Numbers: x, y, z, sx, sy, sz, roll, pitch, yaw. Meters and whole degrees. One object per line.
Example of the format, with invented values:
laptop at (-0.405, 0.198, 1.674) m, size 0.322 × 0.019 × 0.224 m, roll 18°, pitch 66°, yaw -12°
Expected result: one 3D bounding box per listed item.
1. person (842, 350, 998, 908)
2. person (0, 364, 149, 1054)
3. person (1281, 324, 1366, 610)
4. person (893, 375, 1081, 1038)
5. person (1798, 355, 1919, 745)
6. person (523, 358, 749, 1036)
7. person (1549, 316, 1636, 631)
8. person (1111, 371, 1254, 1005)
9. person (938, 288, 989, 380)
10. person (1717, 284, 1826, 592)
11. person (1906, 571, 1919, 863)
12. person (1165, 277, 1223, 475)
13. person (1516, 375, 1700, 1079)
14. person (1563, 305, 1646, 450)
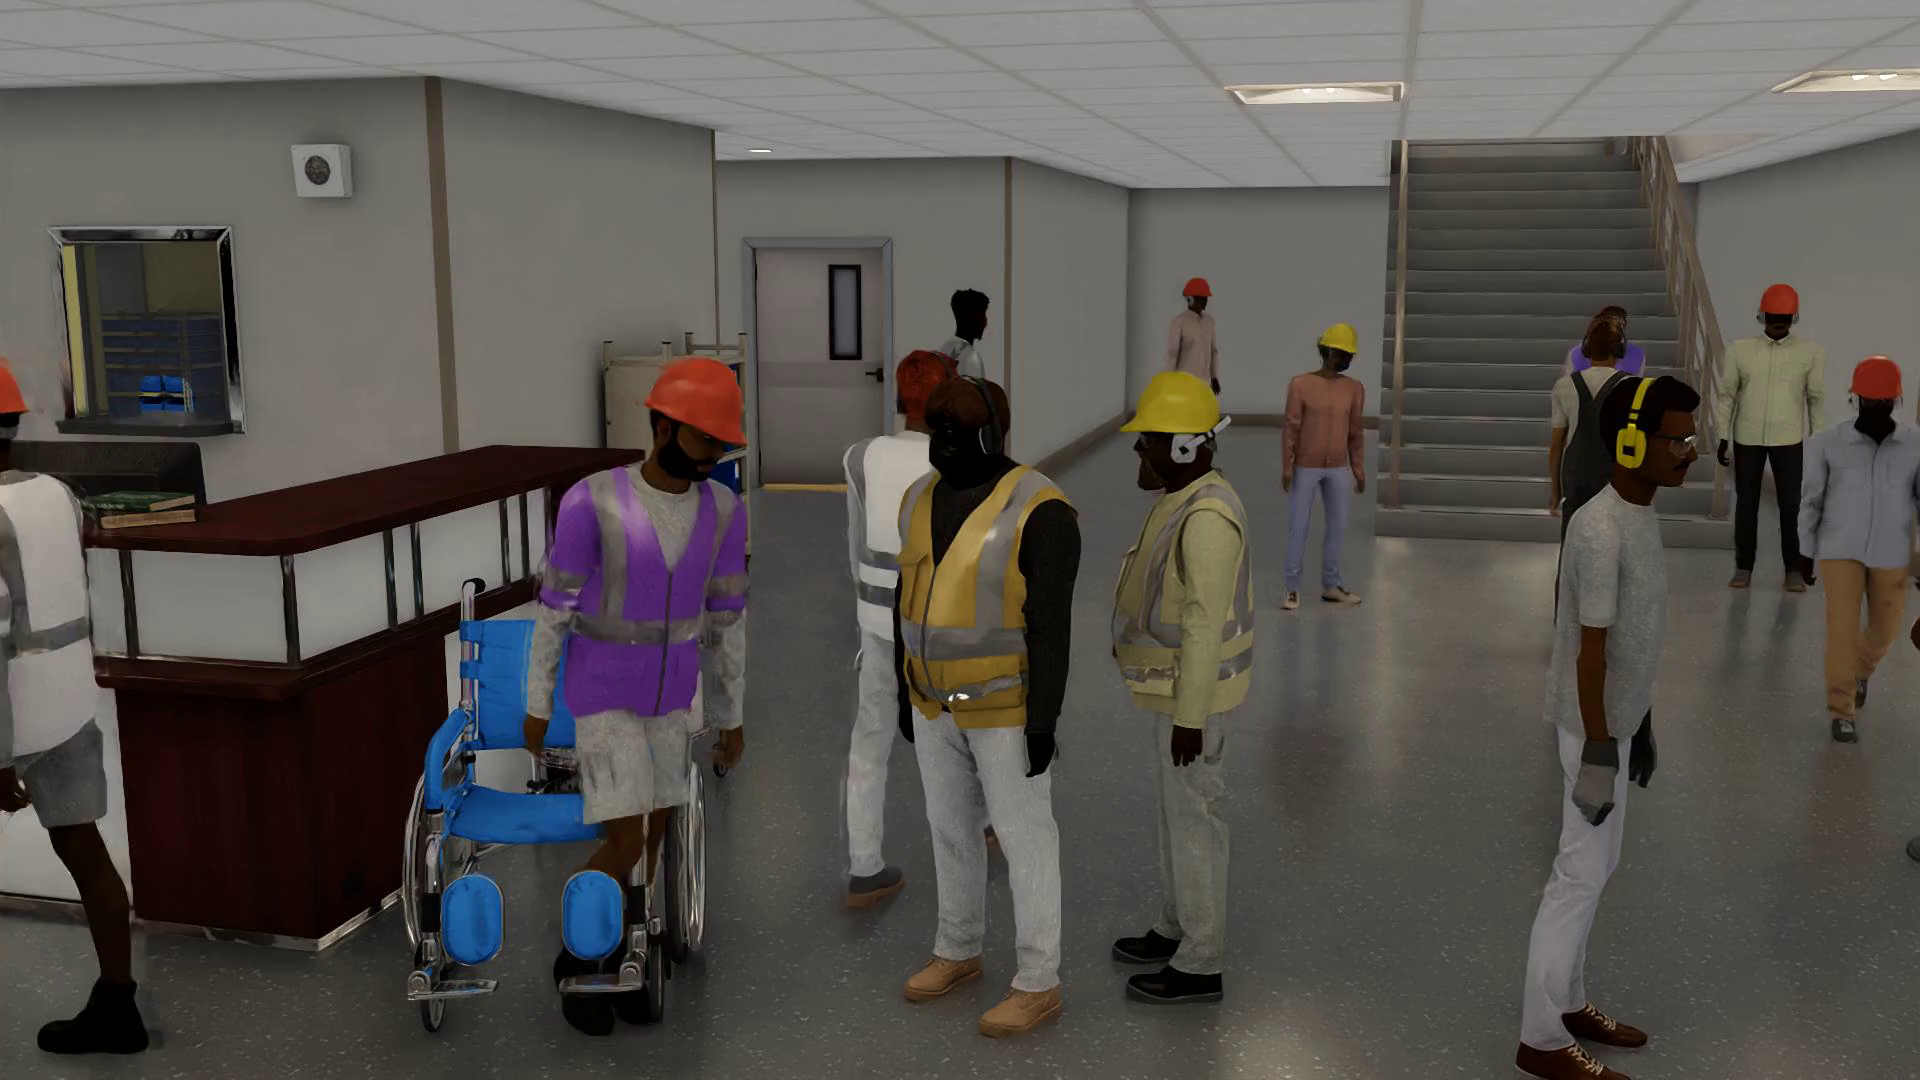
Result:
person at (-0.126, 0.271, 5.716) m, size 0.599 × 1.829 × 0.976 m, roll 5°, pitch 11°, yaw 28°
person at (-2.599, 0.459, 4.405) m, size 0.841 × 1.901 × 0.552 m, roll 1°, pitch 10°, yaw 8°
person at (2.242, -0.439, 10.193) m, size 0.606 × 1.743 × 0.373 m, roll -3°, pitch 10°, yaw -15°
person at (0.043, 0.455, 4.666) m, size 0.626 × 1.836 × 0.431 m, roll 9°, pitch 13°, yaw 44°
person at (4.103, 0.016, 7.554) m, size 0.570 × 1.727 × 0.720 m, roll 3°, pitch 10°, yaw 17°
person at (-0.849, 0.446, 4.553) m, size 0.584 × 1.882 × 0.610 m, roll -8°, pitch 13°, yaw -41°
person at (3.372, -0.255, 8.803) m, size 0.506 × 1.840 × 0.345 m, roll 7°, pitch 12°, yaw 36°
person at (0.641, 0.425, 4.862) m, size 0.403 × 1.828 × 0.596 m, roll 0°, pitch 10°, yaw -1°
person at (0.015, -0.649, 10.787) m, size 0.389 × 1.954 × 0.605 m, roll -3°, pitch 10°, yaw -15°
person at (5.245, -0.661, 10.783) m, size 0.630 × 1.984 × 0.405 m, roll 5°, pitch 11°, yaw 27°
person at (3.609, 0.210, 5.752) m, size 0.615 × 1.943 × 0.409 m, roll 0°, pitch 10°, yaw 0°
person at (2.259, -1.634, 16.586) m, size 0.930 × 1.969 × 0.603 m, roll 9°, pitch 13°, yaw 44°
person at (1.683, 0.501, 4.319) m, size 0.336 × 1.861 × 0.496 m, roll 5°, pitch 11°, yaw 29°
person at (4.828, -0.862, 12.543) m, size 0.581 × 1.812 × 0.909 m, roll 3°, pitch 10°, yaw 18°
